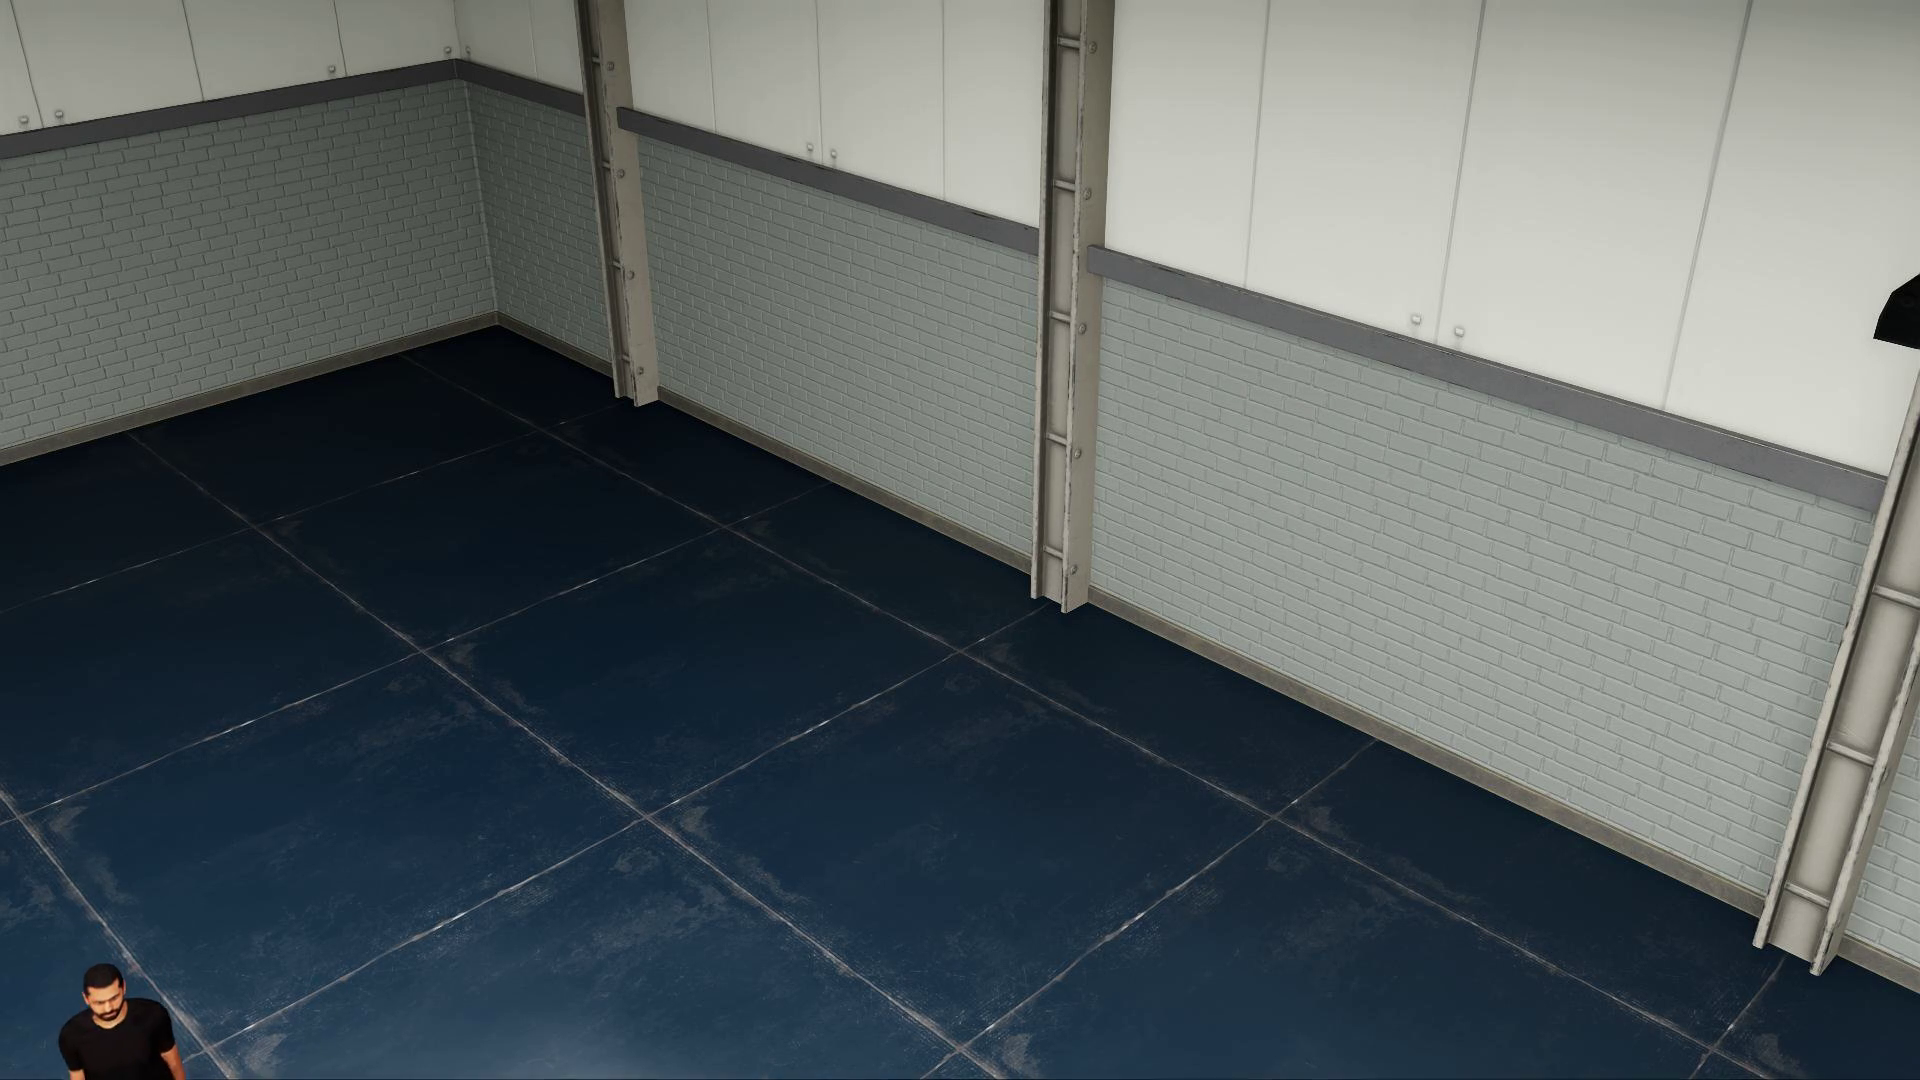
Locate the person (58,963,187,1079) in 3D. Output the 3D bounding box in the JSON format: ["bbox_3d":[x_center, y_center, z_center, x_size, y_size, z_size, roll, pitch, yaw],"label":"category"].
[{"bbox_3d":[-3.909,2.673,7.881,0.882,1.742,1.096,-12,30,-21],"label":"person"}]
